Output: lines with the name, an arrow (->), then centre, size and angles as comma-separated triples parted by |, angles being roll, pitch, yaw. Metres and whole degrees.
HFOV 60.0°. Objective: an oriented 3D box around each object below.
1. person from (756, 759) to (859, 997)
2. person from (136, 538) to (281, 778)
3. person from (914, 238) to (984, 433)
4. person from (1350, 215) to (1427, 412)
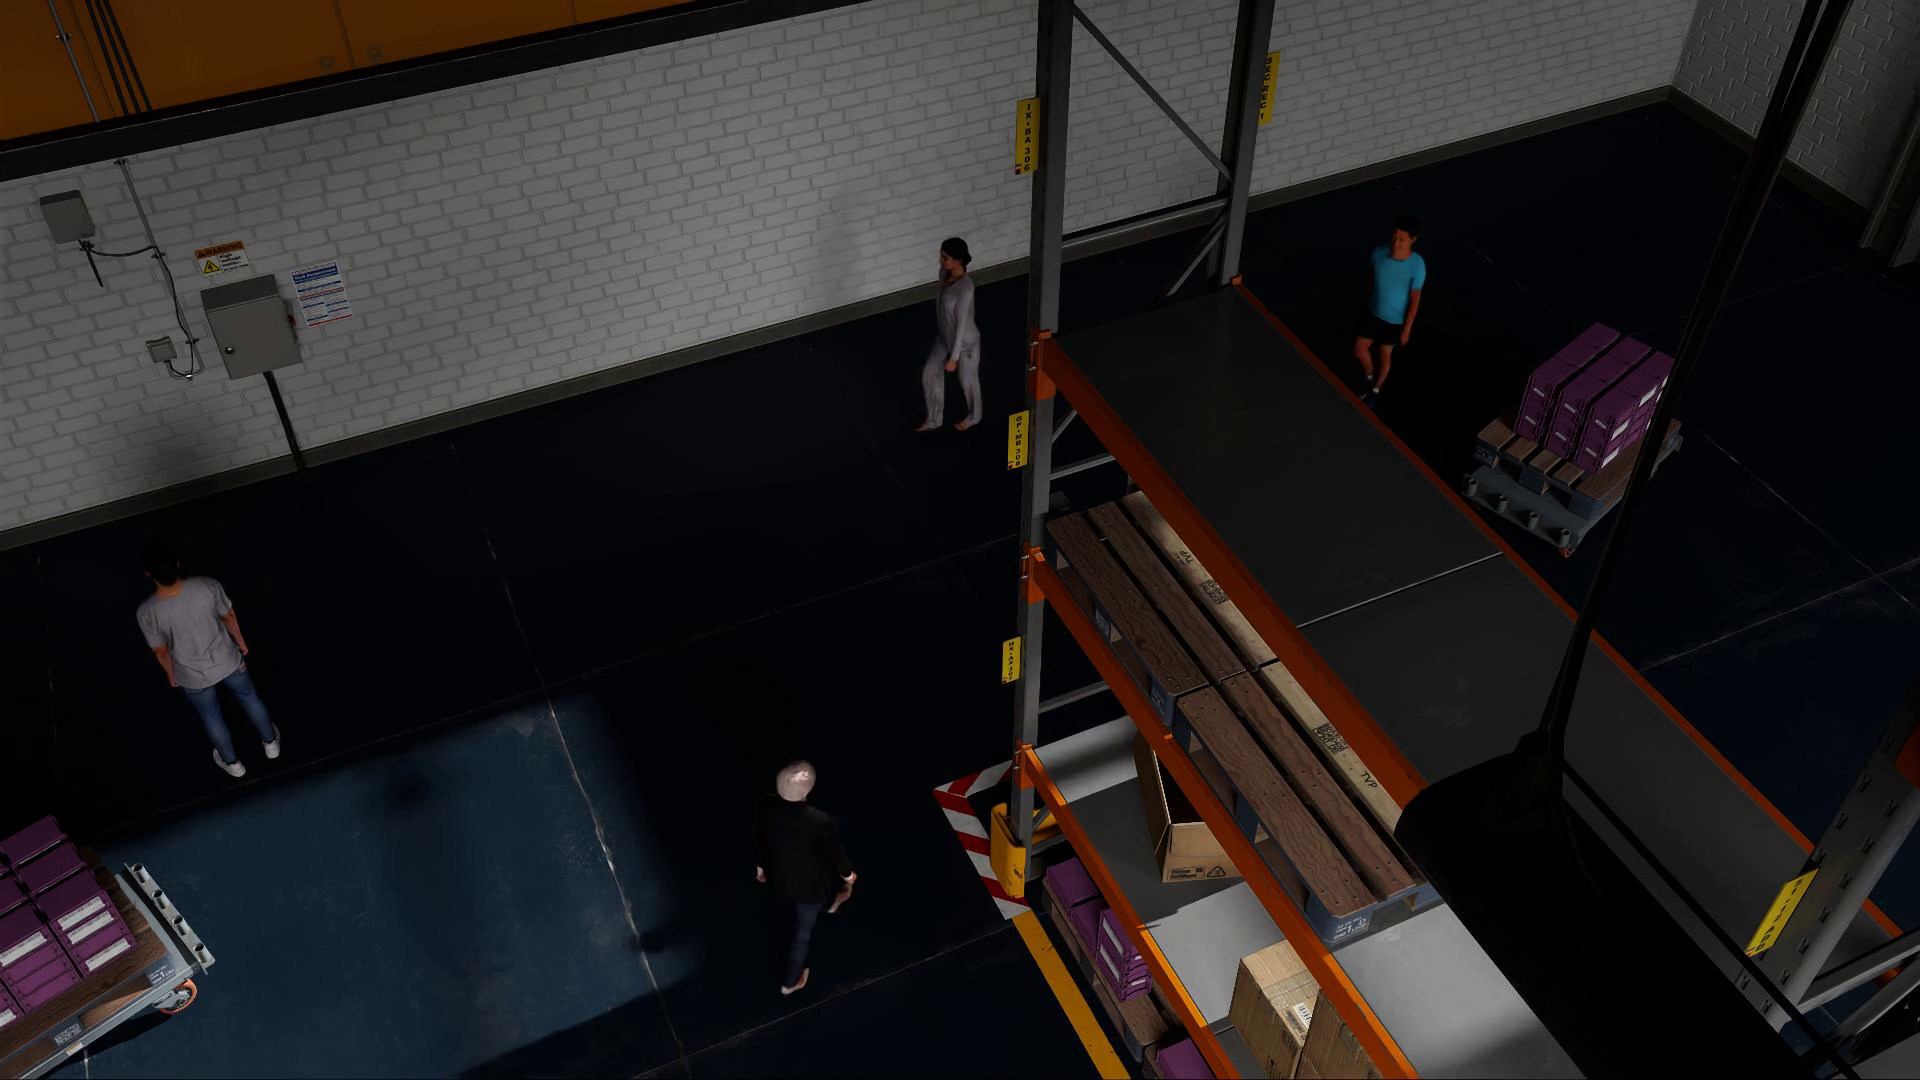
person -> -0.871, 1.846, 8.979 | 1.188, 1.755, 1.059 | 23, 48, 22
person -> -4.578, 0.714, 10.085 | 0.727, 1.890, 0.660 | -30, 51, -28
person -> 0.061, -1.535, 12.544 | 0.722, 1.753, 0.761 | -25, 49, -24
person -> 3.335, -1.774, 12.786 | 0.653, 1.766, 0.781 | 34, 53, 30
